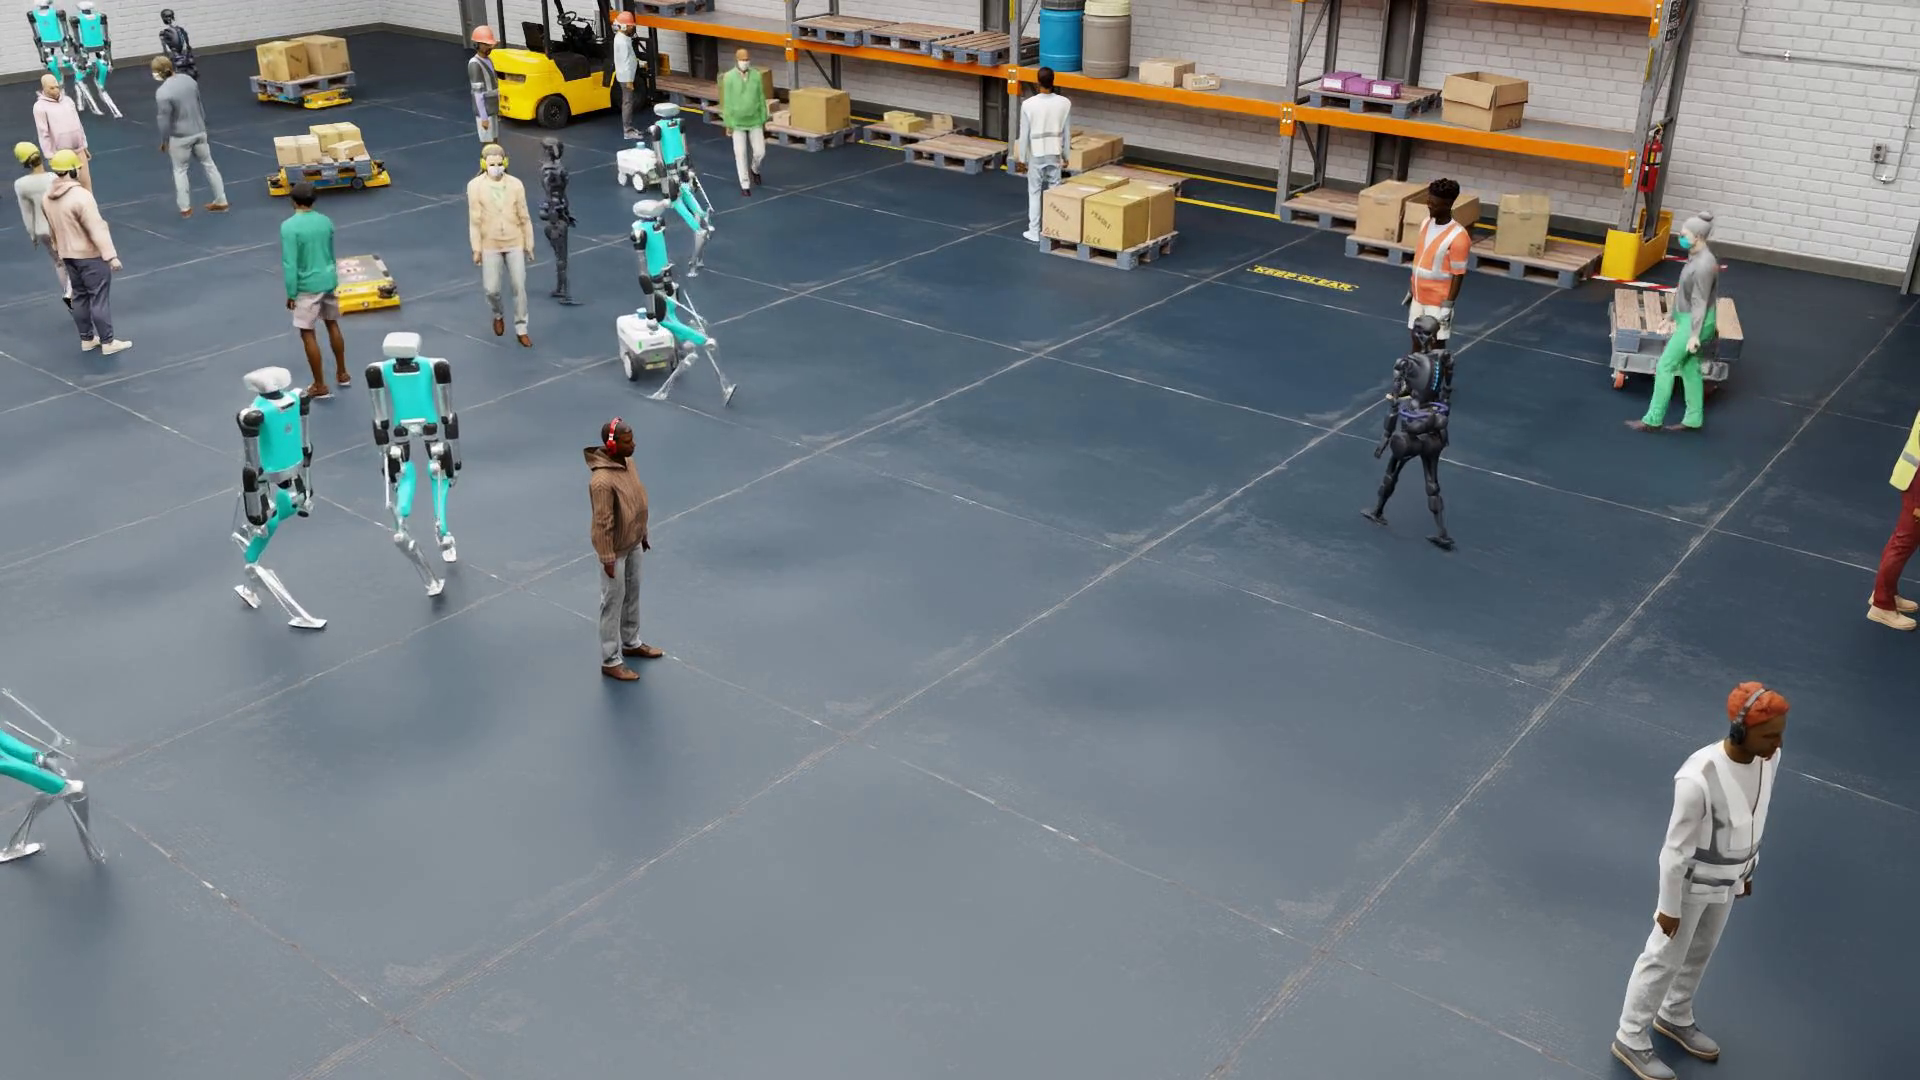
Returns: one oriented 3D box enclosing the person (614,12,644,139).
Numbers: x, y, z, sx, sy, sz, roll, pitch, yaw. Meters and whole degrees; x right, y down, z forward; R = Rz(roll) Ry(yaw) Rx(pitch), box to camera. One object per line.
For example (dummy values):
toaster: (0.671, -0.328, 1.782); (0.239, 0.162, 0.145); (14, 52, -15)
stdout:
person: (-4.670, -6.542, 23.429); (0.352, 1.737, 0.576); (-6, 26, -12)

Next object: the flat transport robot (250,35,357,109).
flat transport robot: (-10.212, -6.934, 25.930); (1.431, 0.231, 0.659); (16, 30, 30)

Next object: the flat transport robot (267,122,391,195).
flat transport robot: (-8.011, -4.597, 21.090); (1.431, 0.231, 0.659); (-11, 28, -21)

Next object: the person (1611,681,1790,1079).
person: (3.058, 1.399, 6.831); (0.571, 1.876, 0.350); (-16, 30, -30)

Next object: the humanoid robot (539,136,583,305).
humanoid robot: (-3.996, -3.194, 16.575); (0.373, 1.658, 0.612); (1, 26, 1)

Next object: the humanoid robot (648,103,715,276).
humanoid robot: (-2.811, -3.647, 17.444); (0.787, 1.783, 0.541); (13, 29, 24)

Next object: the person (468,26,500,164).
person: (-5.780, -5.270, 20.453); (0.391, 2.039, 0.607); (0, 26, 1)

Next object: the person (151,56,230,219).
person: (-9.088, -4.738, 19.527); (0.461, 1.898, 0.664); (10, 28, 20)

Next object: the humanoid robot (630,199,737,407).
humanoid robot: (-2.232, -1.961, 13.963); (0.958, 1.763, 0.531); (5, 26, 10)

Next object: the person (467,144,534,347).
person: (-4.224, -2.726, 15.377); (0.583, 1.860, 0.493); (-10, 28, -20)

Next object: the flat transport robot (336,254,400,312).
flat transport robot: (-6.197, -2.641, 17.039); (0.659, 0.231, 1.431); (-12, 28, -23)

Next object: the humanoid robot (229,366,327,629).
humanoid robot: (-4.487, -0.279, 10.493); (0.952, 1.768, 0.545); (10, 28, 20)

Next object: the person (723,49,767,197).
person: (-2.645, -5.154, 20.515); (0.558, 1.770, 0.454); (-7, 27, -14)

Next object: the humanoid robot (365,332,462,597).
humanoid robot: (-3.509, -0.449, 10.791); (0.532, 1.731, 0.974); (-5, 26, -11)

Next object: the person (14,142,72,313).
person: (-8.742, -2.998, 16.094); (0.552, 1.726, 0.569); (-3, 26, -6)

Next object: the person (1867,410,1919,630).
person: (6.054, -0.308, 10.483); (0.360, 1.767, 0.473); (15, 30, 28)

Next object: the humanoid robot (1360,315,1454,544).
humanoid robot: (3.207, -0.784, 11.633); (0.611, 1.623, 0.794); (-13, 29, -25)

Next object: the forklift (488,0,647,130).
forklift: (-5.874, -7.334, 24.552); (1.214, 2.155, 2.313); (19, 32, 34)

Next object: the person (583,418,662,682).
person: (-2.024, 0.045, 9.894); (0.308, 1.647, 0.464); (8, 27, 16)

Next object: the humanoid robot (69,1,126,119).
humanoid robot: (-12.766, -7.014, 24.415); (0.912, 1.768, 0.541); (19, 32, 34)

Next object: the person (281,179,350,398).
person: (-5.514, -2.140, 14.221); (0.418, 1.826, 0.591); (15, 30, 28)

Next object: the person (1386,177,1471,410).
person: (3.923, -2.037, 13.839); (0.368, 1.966, 0.602); (-10, 28, -20)

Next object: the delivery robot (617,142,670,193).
delivery robot: (-3.991, -4.702, 20.990); (0.499, 0.603, 0.794); (-23, 34, -39)

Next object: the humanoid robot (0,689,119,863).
humanoid robot: (-4.560, 0.903, 8.116); (0.842, 1.843, 0.555); (-13, 29, -25)

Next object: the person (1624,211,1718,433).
person: (5.810, -1.750, 13.421); (0.702, 1.822, 0.524); (10, 28, 20)

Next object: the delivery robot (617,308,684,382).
delivery robot: (-2.811, -1.762, 14.910); (0.499, 0.612, 0.814); (-12, 28, -24)

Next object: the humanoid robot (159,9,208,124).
humanoid robot: (-11.336, -6.869, 24.186); (0.500, 1.635, 0.610); (8, 27, 15)

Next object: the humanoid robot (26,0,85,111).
humanoid robot: (-13.404, -7.210, 24.836); (0.536, 1.772, 0.876); (-4, 26, -8)

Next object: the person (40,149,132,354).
person: (-8.003, -2.608, 15.150); (0.794, 1.859, 0.429); (13, 29, 25)

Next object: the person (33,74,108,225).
person: (-10.225, -4.422, 19.002); (0.421, 1.774, 0.536); (14, 29, 26)

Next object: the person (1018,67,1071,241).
person: (0.952, -4.301, 18.596); (0.602, 1.909, 0.389); (-8, 27, -16)
